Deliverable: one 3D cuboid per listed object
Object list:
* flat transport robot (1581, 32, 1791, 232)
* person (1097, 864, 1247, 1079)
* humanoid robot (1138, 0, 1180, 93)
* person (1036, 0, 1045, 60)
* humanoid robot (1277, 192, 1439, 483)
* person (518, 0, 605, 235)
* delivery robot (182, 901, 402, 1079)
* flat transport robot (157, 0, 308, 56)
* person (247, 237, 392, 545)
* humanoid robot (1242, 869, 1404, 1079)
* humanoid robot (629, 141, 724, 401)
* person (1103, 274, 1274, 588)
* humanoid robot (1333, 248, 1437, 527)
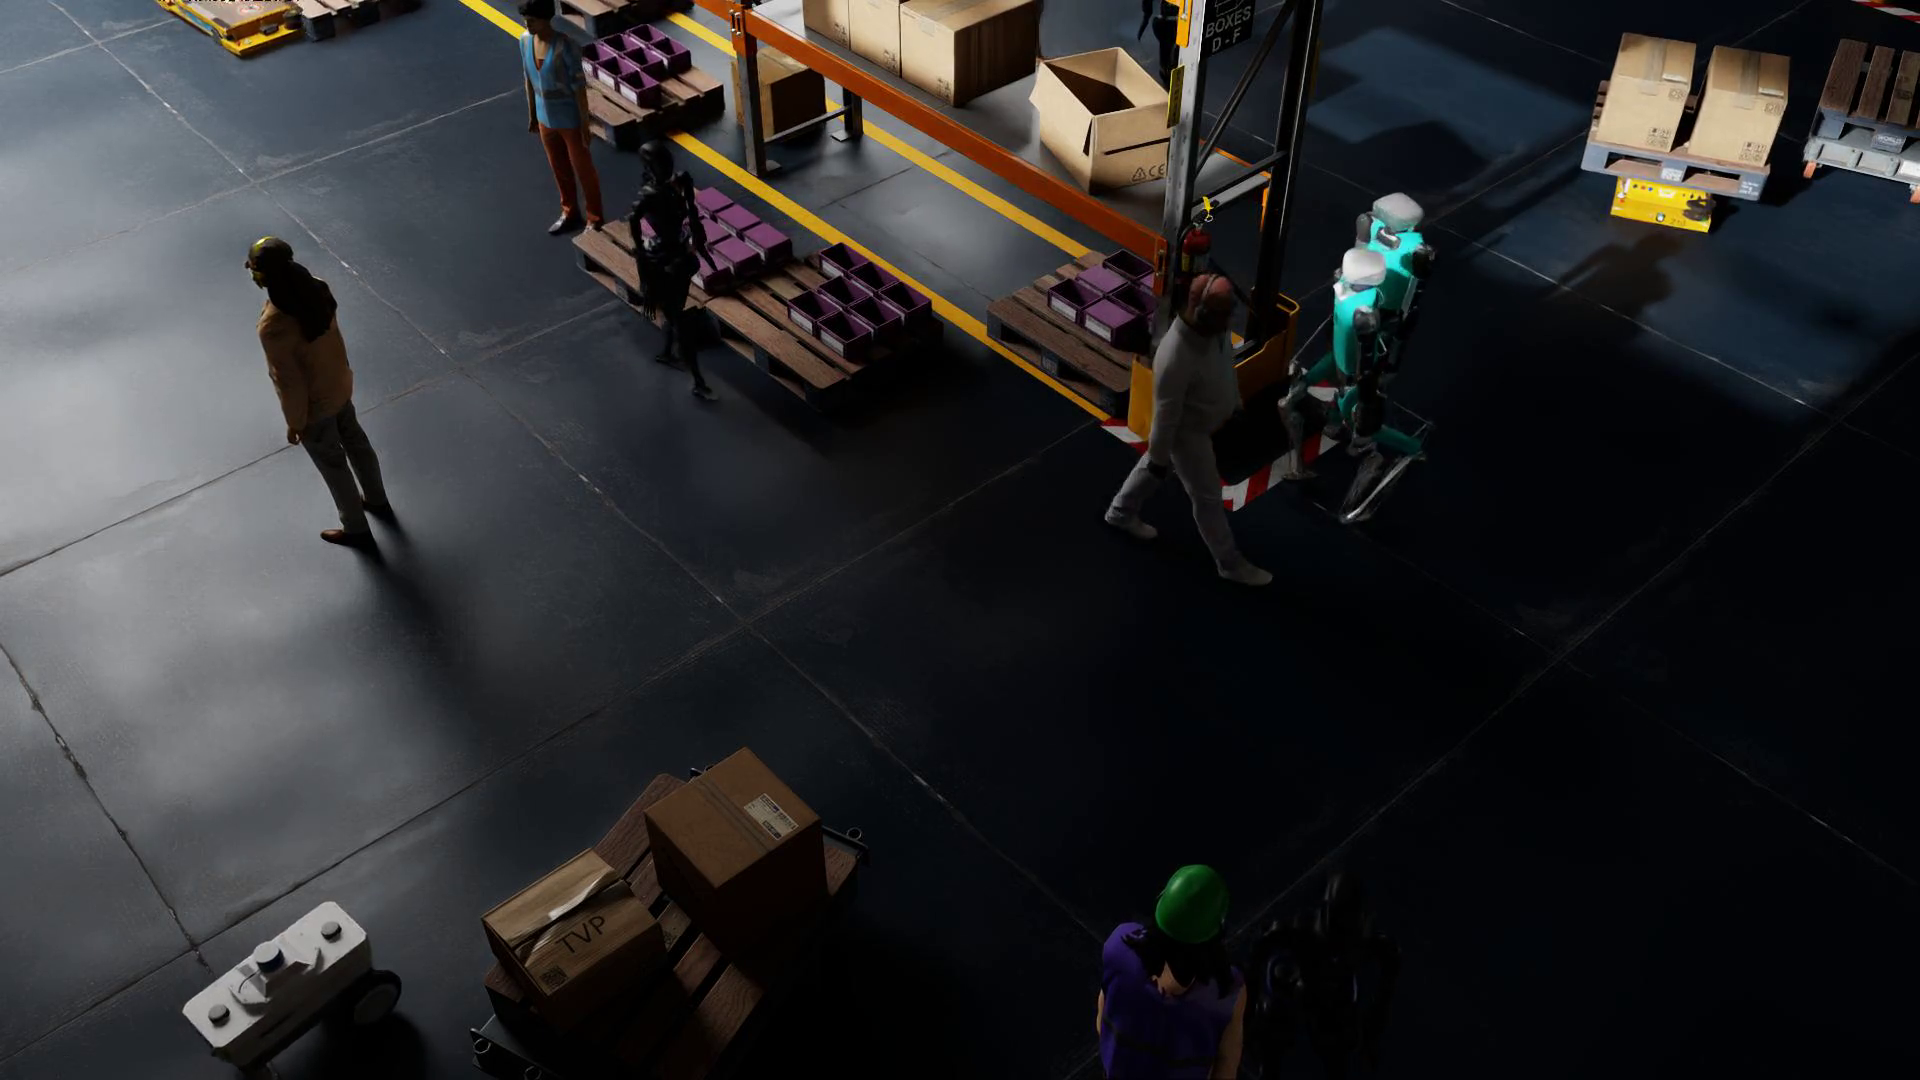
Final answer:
[{"bbox_3d":[5.137,-2.712,12.045,0.659,0.231,1.431,15,45,16],"label":"flat transport robot"},{"bbox_3d":[0.723,1.814,5.904,0.529,1.924,0.427,18,46,19],"label":"person"},{"bbox_3d":[1.669,-3.870,12.292,0.596,1.619,0.715,-14,44,-15],"label":"humanoid robot"},{"bbox_3d":[0.455,-3.977,12.349,0.572,1.717,0.835,-25,48,-25],"label":"person"},{"bbox_3d":[2.078,-1.015,9.152,0.971,1.762,0.530,-24,48,-24],"label":"humanoid robot"},{"bbox_3d":[-2.660,-2.801,11.042,0.495,1.759,0.335,20,46,20],"label":"person"},{"bbox_3d":[-2.769,1.846,6.875,0.525,0.594,0.765,30,51,29],"label":"delivery robot"},{"bbox_3d":[-6.107,-4.458,13.944,1.431,0.231,0.659,33,52,31],"label":"flat transport robot"},{"bbox_3d":[-3.359,-0.765,8.742,0.394,1.875,0.567,8,43,9],"label":"person"},{"bbox_3d":[1.277,1.767,6.127,0.588,1.648,0.329,3,43,4],"label":"humanoid robot"},{"bbox_3d":[-1.658,-1.612,9.823,0.675,1.635,0.583,23,47,23],"label":"humanoid robot"},{"bbox_3d":[1.218,-0.595,8.570,1.001,1.854,0.650,15,45,16],"label":"person"},{"bbox_3d":[2.256,-0.700,8.843,0.763,1.876,0.551,-2,43,-3],"label":"humanoid robot"}]
